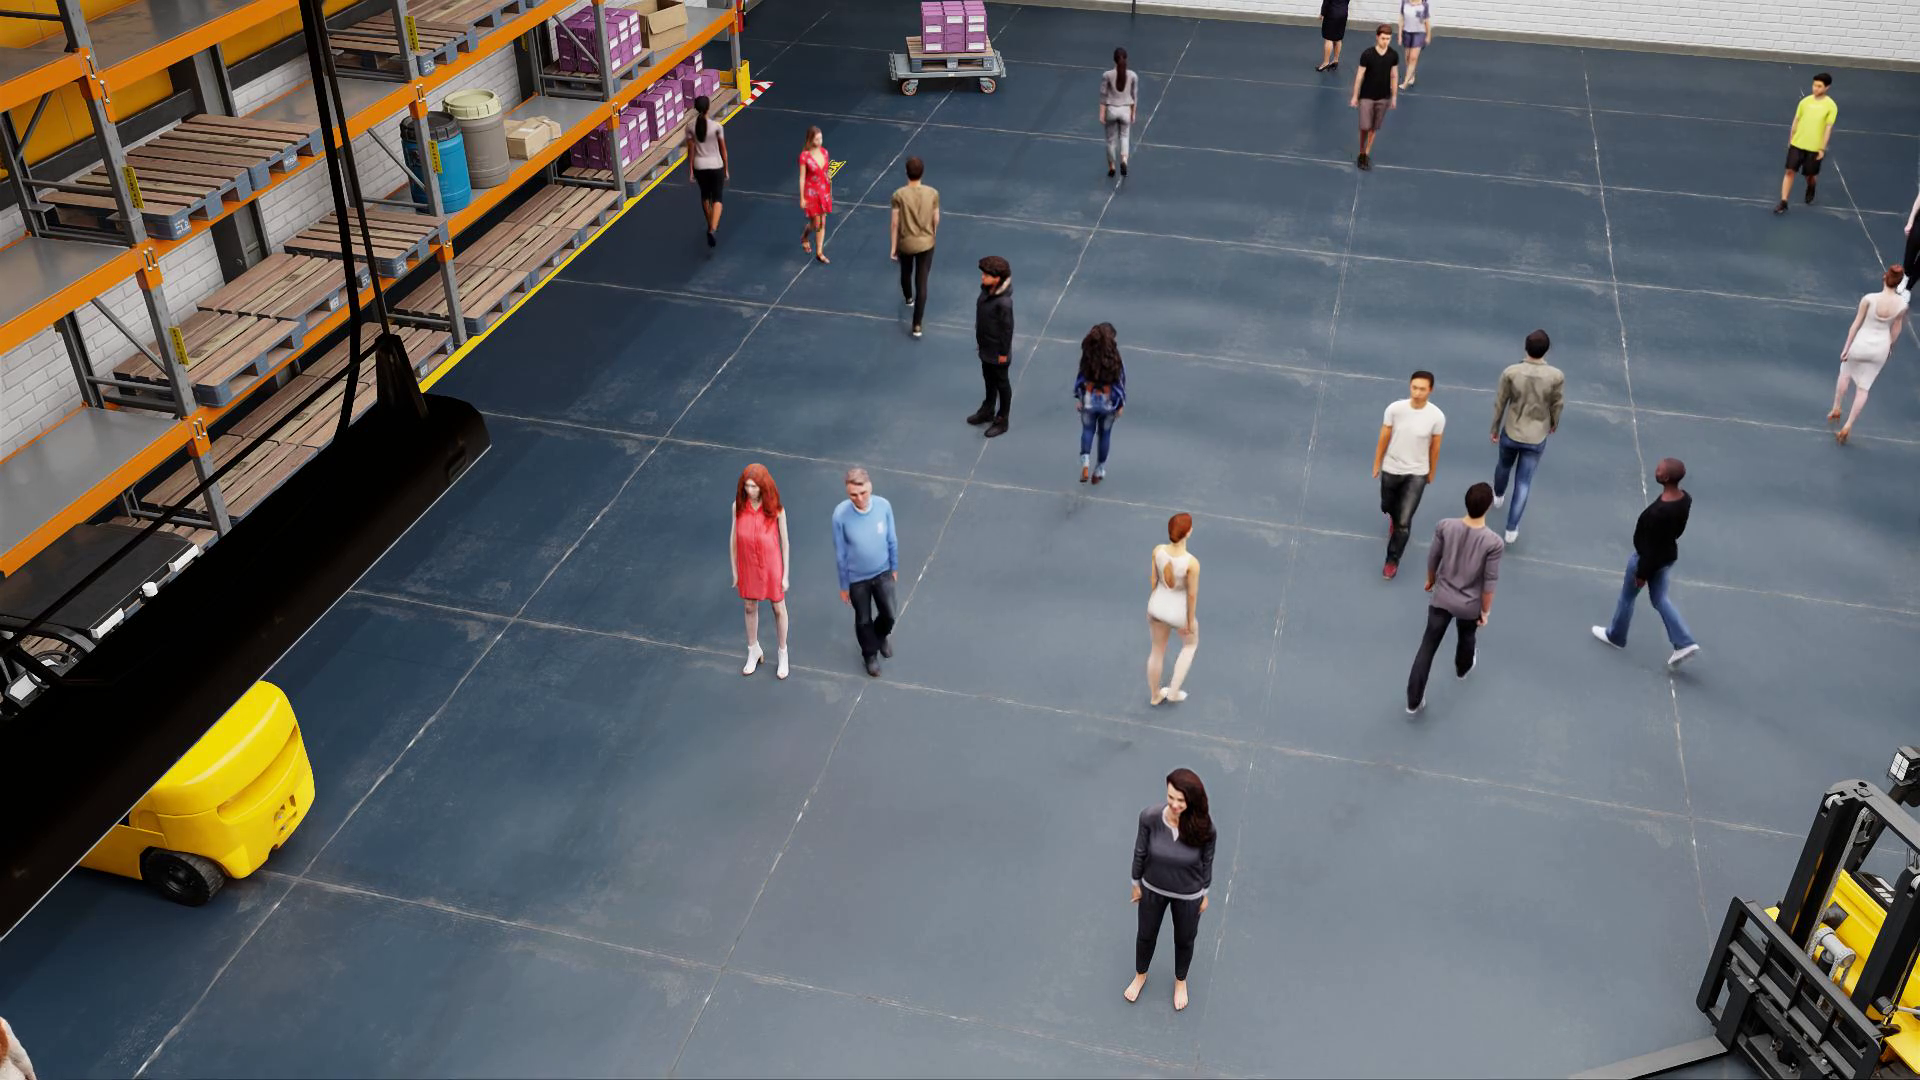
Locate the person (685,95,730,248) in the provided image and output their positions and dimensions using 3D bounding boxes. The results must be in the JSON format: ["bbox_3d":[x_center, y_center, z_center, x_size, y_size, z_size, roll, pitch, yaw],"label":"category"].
[{"bbox_3d":[-2.910,-4.221,19.163,0.763,1.722,1.131,2,34,2],"label":"person"}]

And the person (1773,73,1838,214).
[{"bbox_3d":[10.252,-4.789,20.044,0.892,1.693,1.045,29,43,36],"label":"person"}]

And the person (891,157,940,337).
[{"bbox_3d":[-0.450,-2.999,17.253,0.882,1.801,1.296,-1,34,-2],"label":"person"}]

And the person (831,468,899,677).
[{"bbox_3d":[-0.733,0.188,12.466,0.806,1.793,0.849,-13,36,-19],"label":"person"}]

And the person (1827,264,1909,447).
[{"bbox_3d":[8.340,-1.667,15.272,0.601,1.776,0.757,10,35,15],"label":"person"}]

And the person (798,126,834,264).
[{"bbox_3d":[-1.677,-3.932,18.851,0.791,1.586,0.825,-27,42,-34],"label":"person"}]

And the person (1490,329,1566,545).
[{"bbox_3d":[4.739,-0.832,13.970,0.768,1.826,1.182,11,35,16],"label":"person"}]

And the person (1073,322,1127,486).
[{"bbox_3d":[1.202,-1.157,14.654,0.642,1.610,0.727,11,35,16],"label":"person"}]

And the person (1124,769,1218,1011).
[{"bbox_3d":[1.237,2.026,9.723,0.620,1.768,0.513,7,34,10],"label":"person"}]

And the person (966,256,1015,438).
[{"bbox_3d":[0.329,-1.833,15.519,0.779,1.778,0.721,-18,38,-25],"label":"person"}]

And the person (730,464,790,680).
[{"bbox_3d":[-1.475,0.229,12.372,0.597,1.828,0.521,6,34,9],"label":"person"}]

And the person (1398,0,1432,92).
[{"bbox_3d":[6.550,-7.286,23.957,0.828,1.520,1.059,19,38,26],"label":"person"}]

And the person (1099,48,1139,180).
[{"bbox_3d":[1.981,-5.299,20.833,0.716,1.668,0.755,-2,34,-4],"label":"person"}]

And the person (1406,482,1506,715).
[{"bbox_3d":[3.559,0.469,12.032,0.955,1.805,1.279,21,39,28],"label":"person"}]

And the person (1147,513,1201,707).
[{"bbox_3d":[1.486,0.560,12.051,0.618,1.633,0.625,20,38,27],"label":"person"}]

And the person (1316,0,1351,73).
[{"bbox_3d":[5.529,-7.757,24.526,0.787,1.675,0.859,-20,39,-27],"label":"person"}]

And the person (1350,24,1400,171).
[{"bbox_3d":[5.276,-5.691,21.256,0.794,1.853,0.765,-3,34,-5],"label":"person"}]

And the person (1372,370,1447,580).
[{"bbox_3d":[3.680,-0.612,13.680,0.752,1.780,1.123,13,36,19],"label":"person"}]

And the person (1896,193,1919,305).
[{"bbox_3d":[10.457,-3.401,17.917,0.678,1.737,0.709,18,37,24],"label":"person"}]

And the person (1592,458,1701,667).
[{"bbox_3d":[5.301,0.190,12.520,1.046,1.730,1.057,-23,40,-31],"label":"person"}]
